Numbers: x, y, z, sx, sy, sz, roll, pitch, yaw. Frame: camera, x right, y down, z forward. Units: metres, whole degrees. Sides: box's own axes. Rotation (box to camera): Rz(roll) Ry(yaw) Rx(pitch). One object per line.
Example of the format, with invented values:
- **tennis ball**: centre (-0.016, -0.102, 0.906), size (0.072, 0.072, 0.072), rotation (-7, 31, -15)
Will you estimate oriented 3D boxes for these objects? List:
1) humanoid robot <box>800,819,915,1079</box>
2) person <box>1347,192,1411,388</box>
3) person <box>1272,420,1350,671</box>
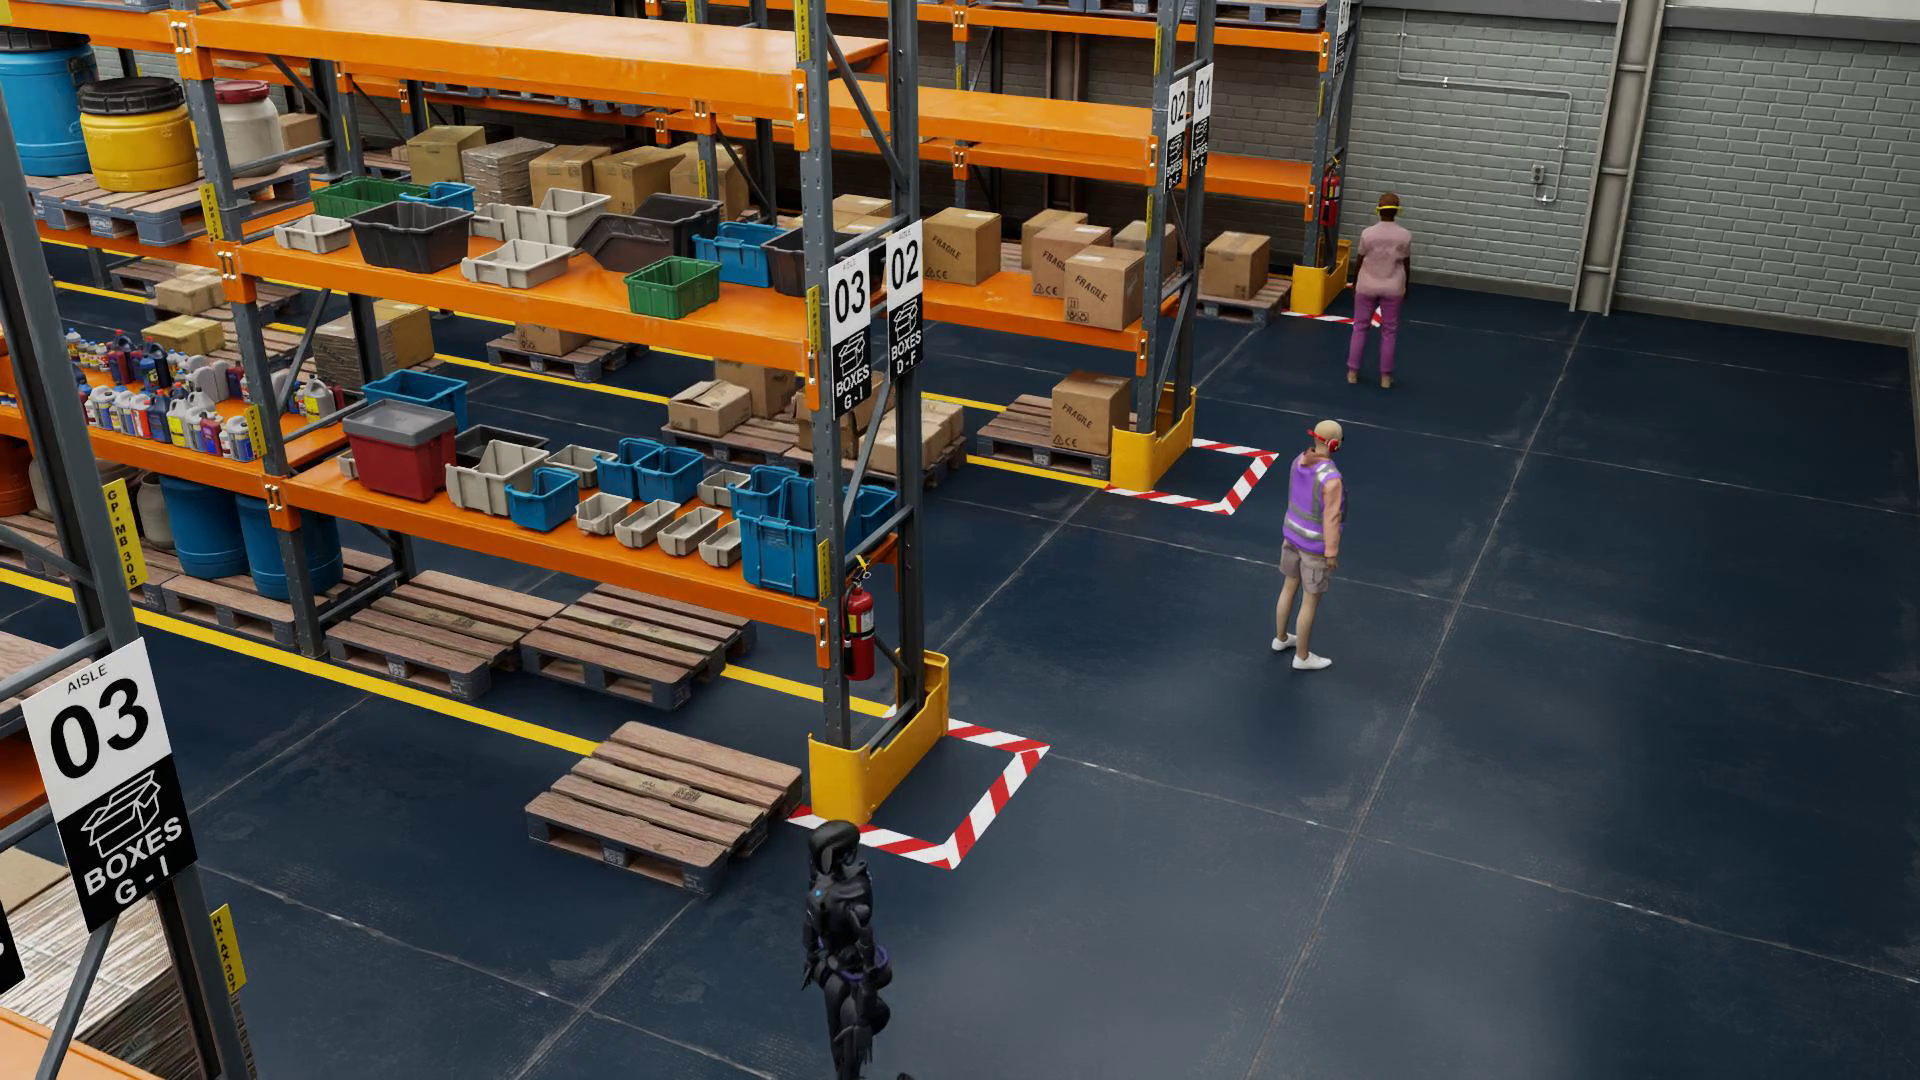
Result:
- **humanoid robot**: centre (-0.430, 1.836, 6.985), size (0.448, 1.646, 0.587), rotation (-16, 30, -29)
- **person**: centre (3.841, -2.277, 15.197), size (0.528, 1.802, 0.349), rotation (8, 27, 15)
- **person**: centre (2.246, 0.026, 10.653), size (0.349, 1.688, 0.491), rotation (-11, 28, -20)
